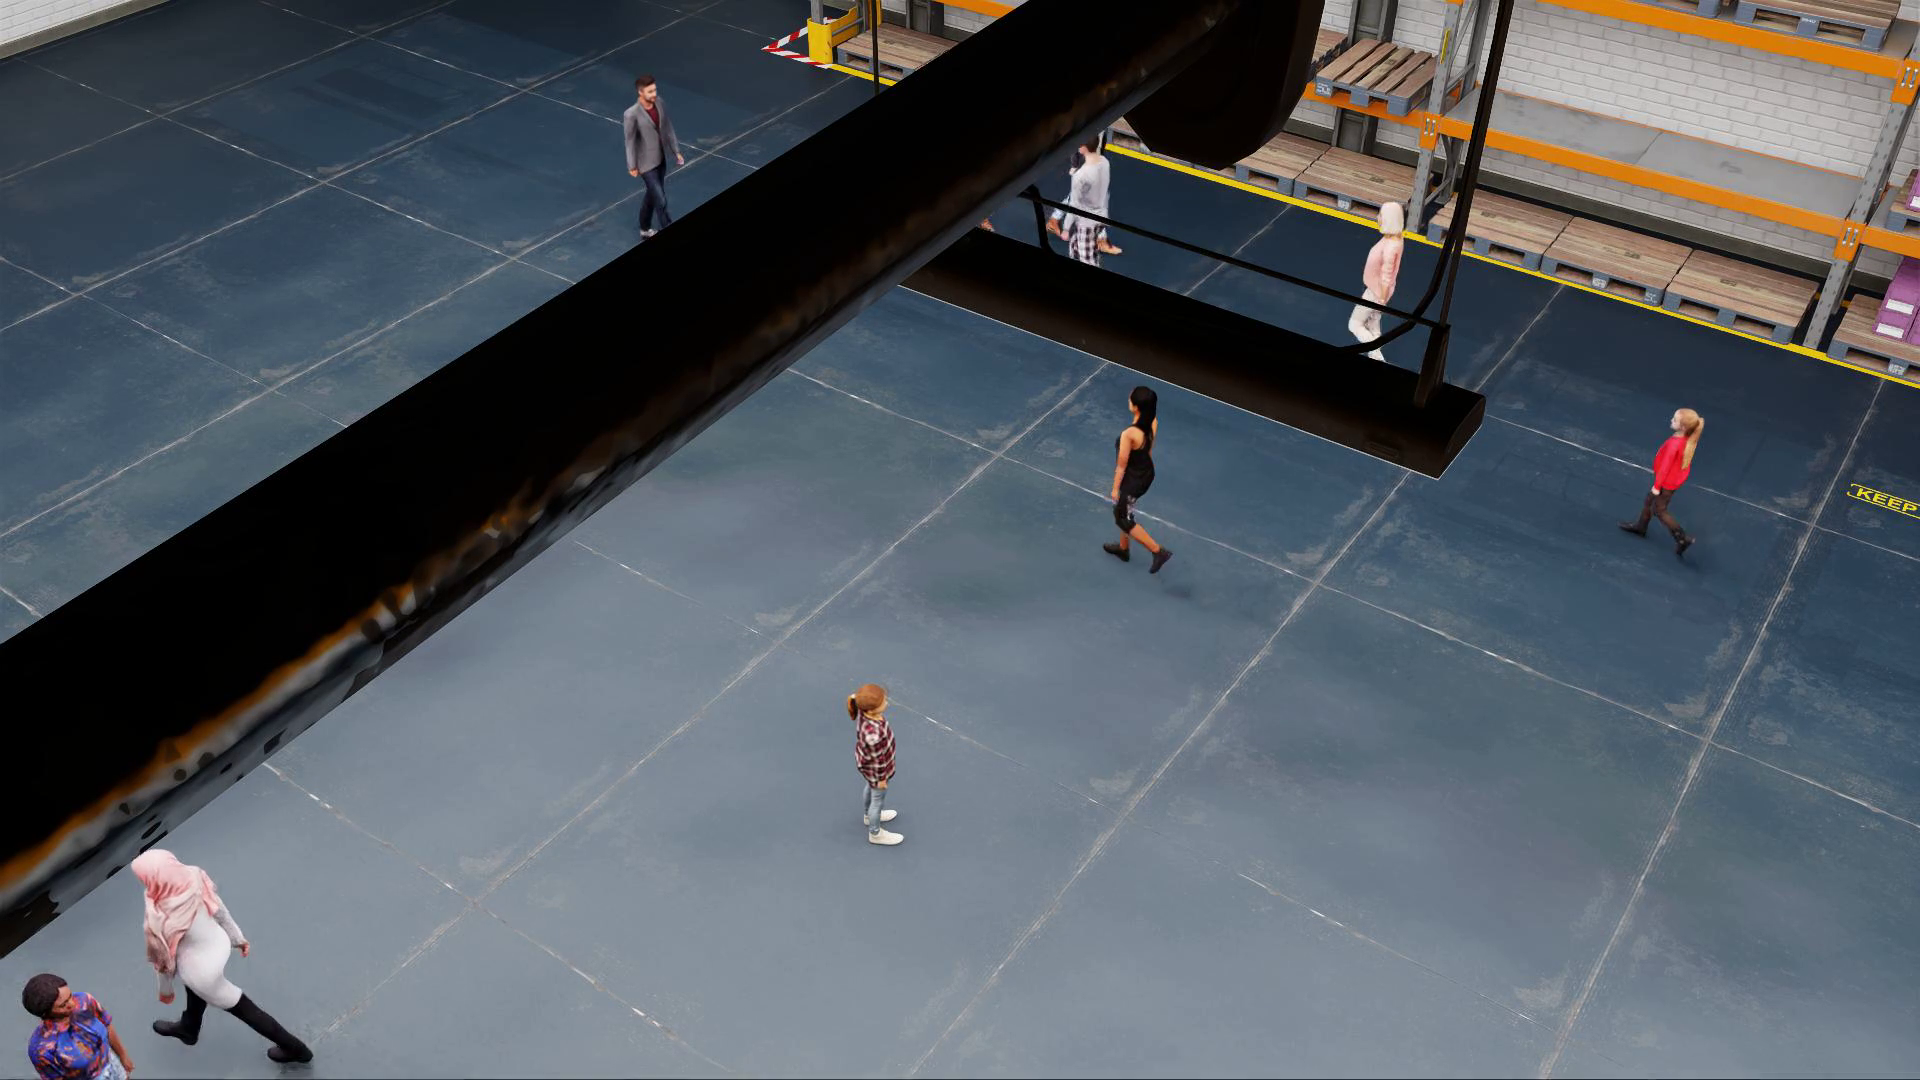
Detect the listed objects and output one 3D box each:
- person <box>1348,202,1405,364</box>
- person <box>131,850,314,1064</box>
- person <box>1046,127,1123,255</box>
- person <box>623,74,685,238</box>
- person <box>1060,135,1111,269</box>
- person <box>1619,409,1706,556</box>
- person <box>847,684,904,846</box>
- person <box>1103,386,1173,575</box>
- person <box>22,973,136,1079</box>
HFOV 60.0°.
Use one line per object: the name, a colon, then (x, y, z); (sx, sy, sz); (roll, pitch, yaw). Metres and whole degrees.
person: (3.812, -2.213, 14.830); (0.696, 1.714, 0.676); (11, 40, 14)
person: (-4.033, 2.355, 9.091); (1.278, 1.739, 1.023); (4, 39, 5)
person: (1.196, -3.782, 16.721); (1.161, 1.807, 0.810); (16, 41, 19)
person: (-3.166, -3.819, 16.748); (1.091, 1.831, 0.754); (19, 42, 22)
person: (1.301, -2.979, 15.698); (0.804, 1.829, 0.679); (25, 45, 28)
person: (5.577, -0.449, 12.981); (0.845, 1.266, 0.547); (28, 46, 31)
person: (-0.548, 1.411, 10.619); (0.684, 1.306, 0.621); (-7, 39, -9)
person: (1.375, -0.433, 12.654); (0.845, 1.649, 0.579); (24, 44, 27)
person: (-4.516, 2.792, 8.560); (1.093, 1.718, 0.833); (10, 40, 13)
